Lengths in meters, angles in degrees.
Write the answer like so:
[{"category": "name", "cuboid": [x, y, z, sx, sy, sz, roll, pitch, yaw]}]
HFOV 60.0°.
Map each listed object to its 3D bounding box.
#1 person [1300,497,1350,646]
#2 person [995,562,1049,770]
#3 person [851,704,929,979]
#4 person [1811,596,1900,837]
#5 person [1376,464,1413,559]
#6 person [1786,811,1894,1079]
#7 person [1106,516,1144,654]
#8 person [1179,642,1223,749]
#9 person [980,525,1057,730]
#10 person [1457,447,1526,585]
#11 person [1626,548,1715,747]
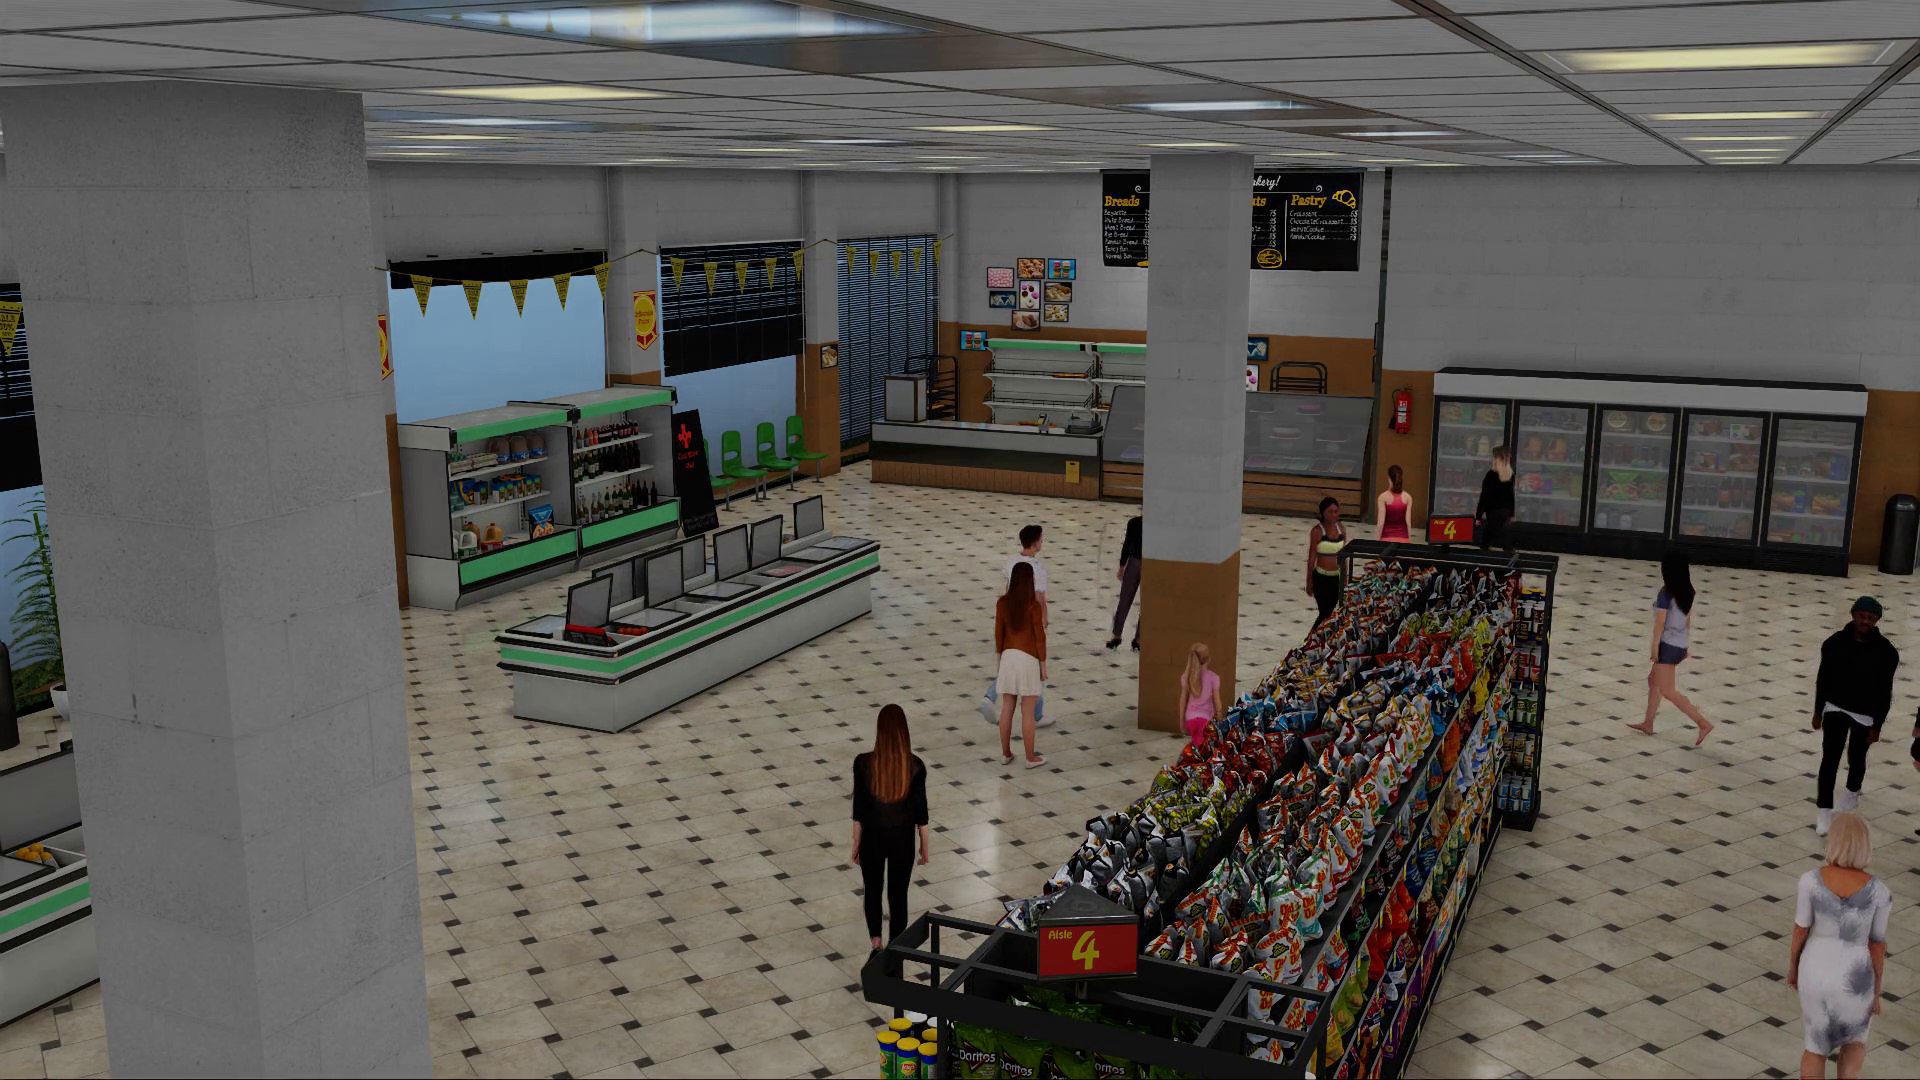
[{"category": "person", "cuboid": [3.605, 0.436, 16.509, 1.043, 1.717, 1.146, -4, 12, -16]}, {"category": "person", "cuboid": [0.494, 1.024, 13.702, 0.615, 1.723, 0.571, 6, 14, 28]}, {"category": "person", "cuboid": [-0.439, 1.837, 9.891, 0.736, 1.701, 0.788, 1, 12, 3]}, {"category": "person", "cuboid": [6.642, 1.285, 12.329, 0.783, 1.778, 1.177, 9, 15, 36]}, {"category": "person", "cuboid": [4.769, 0.032, 18.340, 0.653, 1.753, 0.678, -1, 12, -4]}, {"category": "person", "cuboid": [4.278, 2.193, 8.115, 0.604, 1.737, 0.598, 7, 14, 31]}, {"category": "person", "cuboid": [1.805, 0.373, 16.991, 0.772, 1.640, 0.634, 4, 12, 17]}, {"category": "person", "cuboid": [1.848, 1.426, 12.925, 0.585, 1.257, 0.927, 9, 15, 36]}, {"category": "person", "cuboid": [0.515, 0.790, 14.535, 1.099, 1.836, 0.898, -10, 16, -40]}, {"category": "person", "cuboid": [6.525, -0.246, 19.944, 1.208, 1.636, 1.076, -9, 15, -36]}, {"category": "person", "cuboid": [6.146, 0.935, 14.222, 1.072, 1.683, 0.966, -9, 15, -38]}]
